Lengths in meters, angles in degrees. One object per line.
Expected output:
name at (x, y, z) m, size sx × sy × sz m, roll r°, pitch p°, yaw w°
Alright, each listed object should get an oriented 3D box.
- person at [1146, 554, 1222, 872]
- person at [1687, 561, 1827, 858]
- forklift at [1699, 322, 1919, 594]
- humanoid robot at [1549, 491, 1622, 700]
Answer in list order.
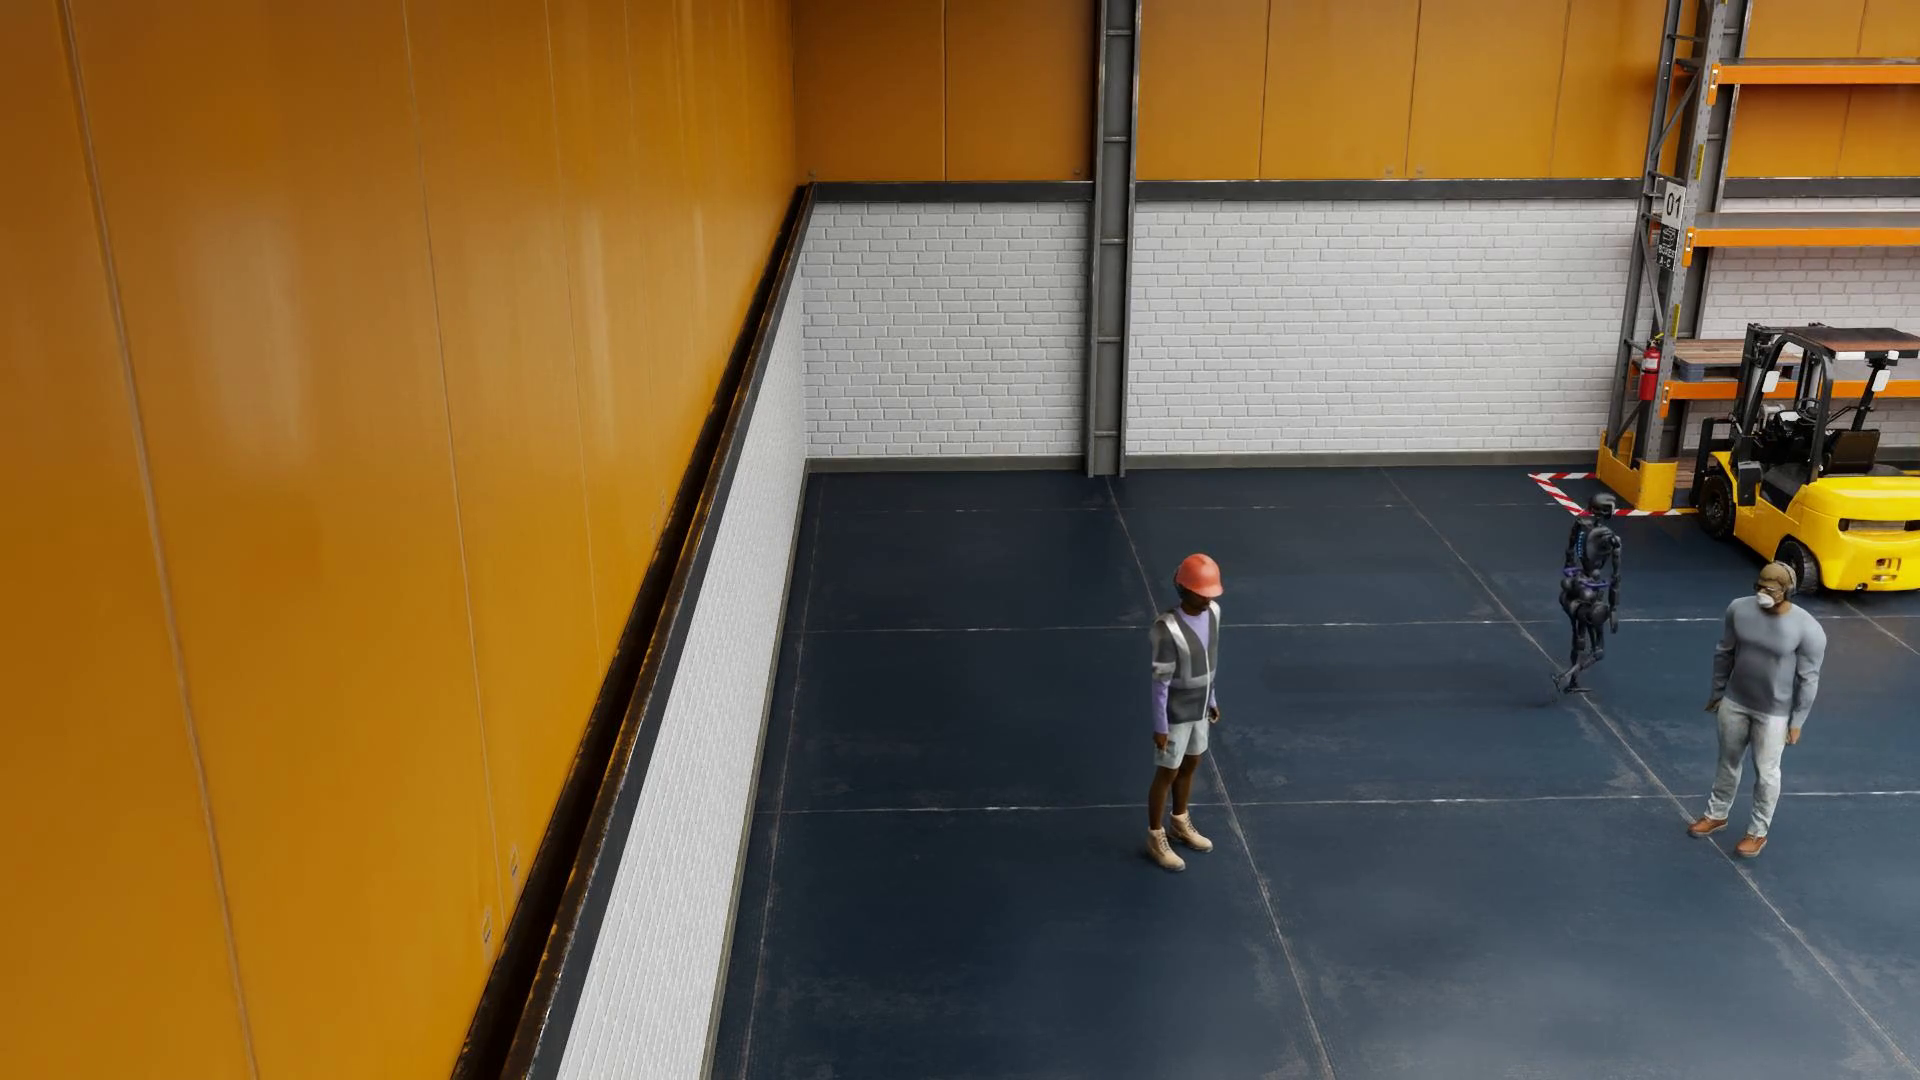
person at (1.405, 1.036, 10.188) m, size 0.389 × 2.039 × 0.610 m, roll 18°, pitch 27°, yaw 40°
person at (4.955, 1.035, 10.339) m, size 0.354 × 1.937 × 0.634 m, roll -14°, pitch 24°, yaw -33°
forklift at (7.809, -0.792, 14.926) m, size 1.214 × 2.155 × 2.313 m, roll -1°, pitch 20°, yaw -2°
humanoid robot at (4.617, 0.414, 12.408) m, size 0.529 × 1.647 × 0.601 m, roll -7°, pitch 21°, yaw -18°
